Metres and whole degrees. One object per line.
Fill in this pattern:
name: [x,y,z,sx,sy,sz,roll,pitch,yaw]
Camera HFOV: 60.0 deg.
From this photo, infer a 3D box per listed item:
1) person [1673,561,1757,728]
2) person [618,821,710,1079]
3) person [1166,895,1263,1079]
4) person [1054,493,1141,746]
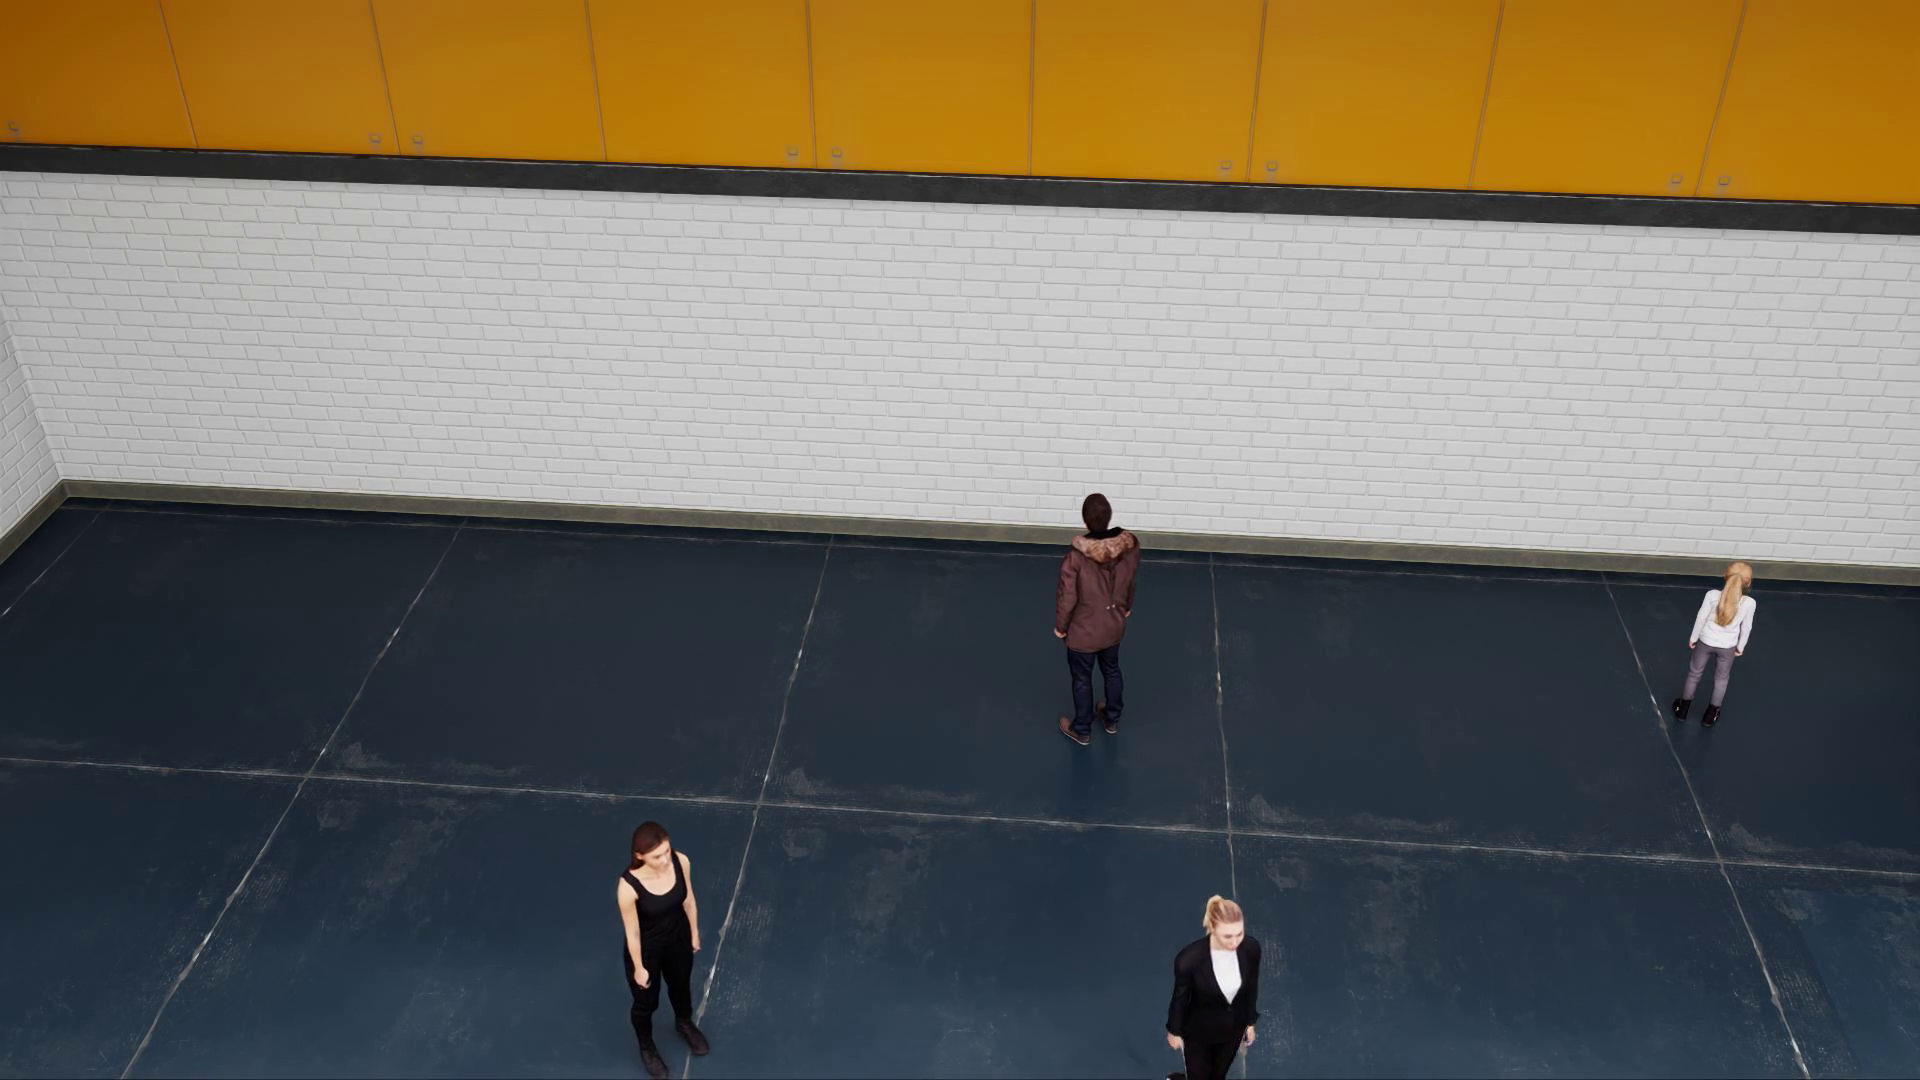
person: [5.030,0.681,11.048,0.553,1.279,0.573,13,36,19]
person: [-1.554,2.084,8.571,0.661,1.685,0.724,-25,41,-33]
person: [1.206,2.341,8.174,0.743,1.697,0.784,-13,36,-18]
person: [0.879,0.520,10.780,0.871,1.845,0.885,-17,37,-24]
